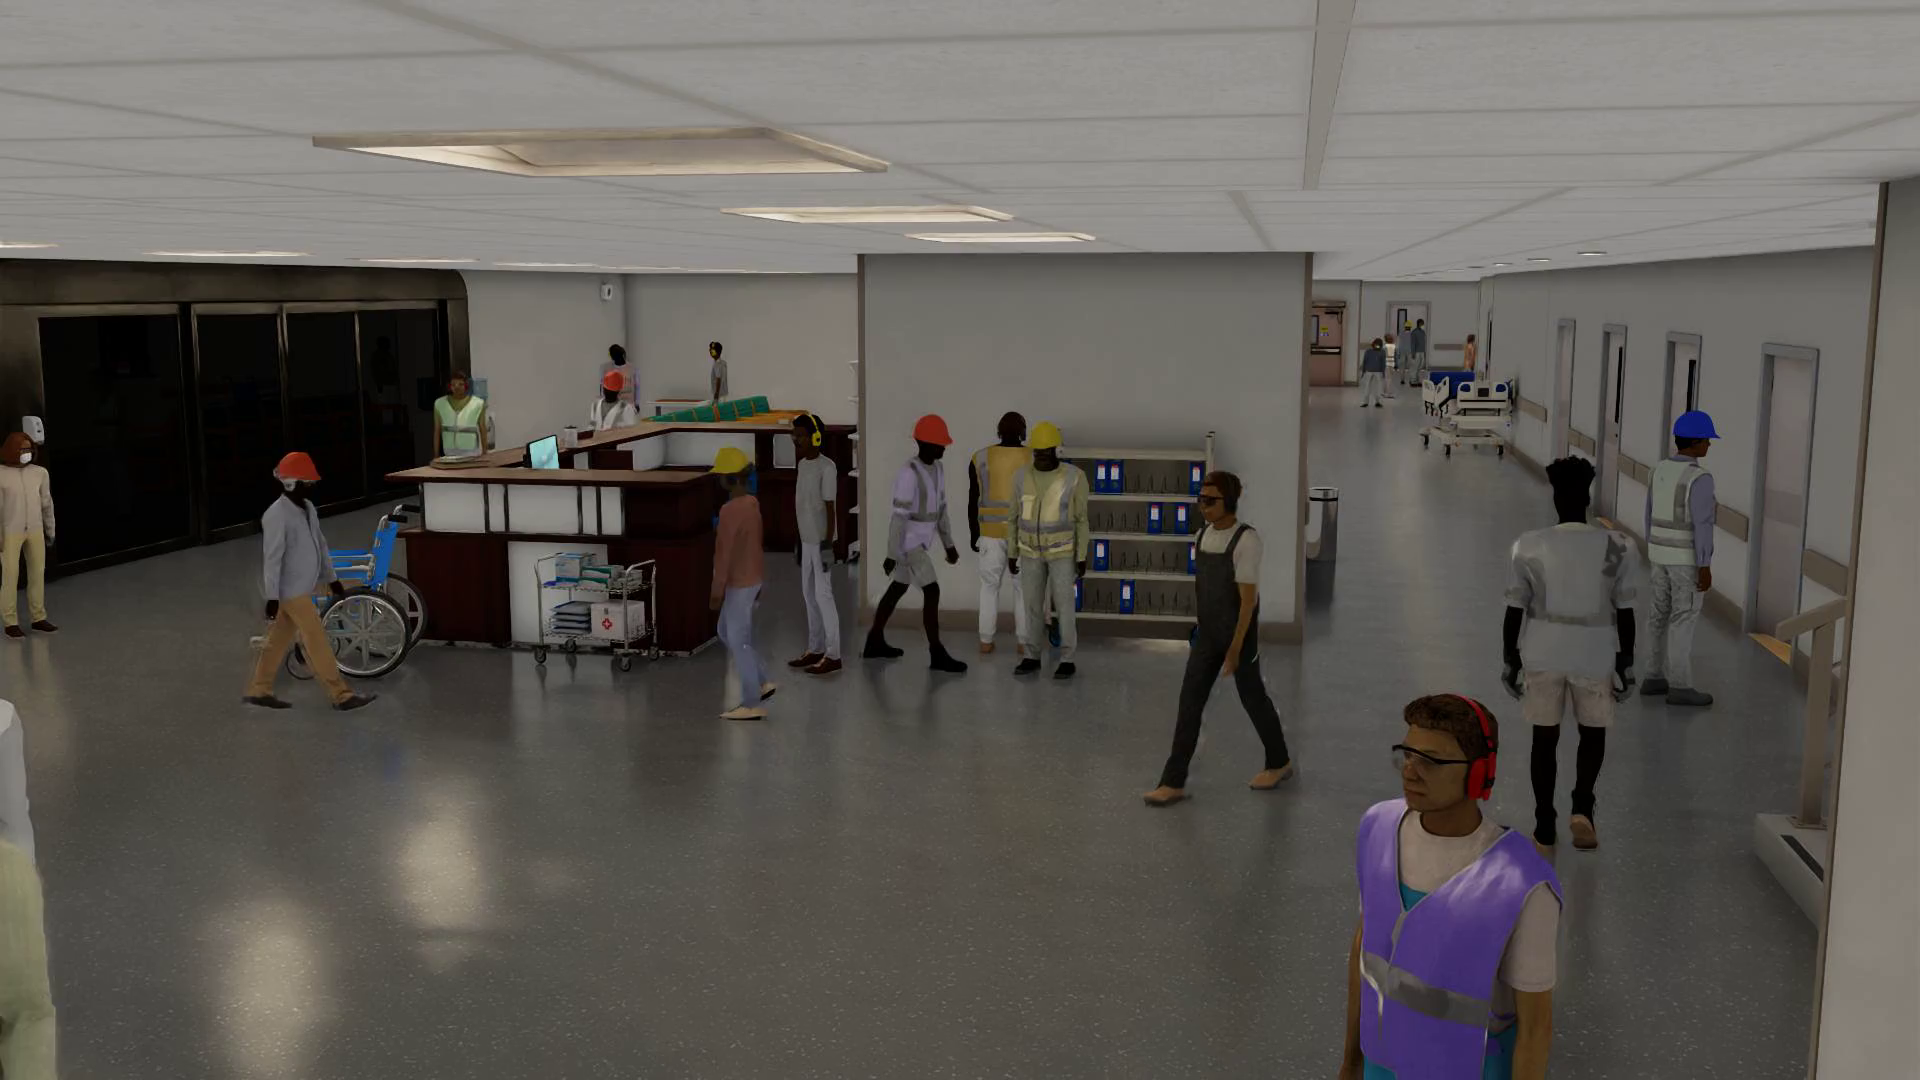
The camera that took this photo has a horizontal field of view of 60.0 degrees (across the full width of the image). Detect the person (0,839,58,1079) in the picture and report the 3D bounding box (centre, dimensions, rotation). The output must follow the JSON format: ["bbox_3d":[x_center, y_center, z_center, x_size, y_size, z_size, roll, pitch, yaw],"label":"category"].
[{"bbox_3d":[-2.205,1.240,3.470,0.635,1.982,0.425,1,9,8],"label":"person"}]

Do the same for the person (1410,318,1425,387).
[{"bbox_3d":[12.869,-5.252,46.715,0.381,1.929,0.634,8,12,43],"label":"person"}]

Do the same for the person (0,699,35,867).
[{"bbox_3d":[-3.033,1.078,4.888,0.568,1.878,0.351,-4,10,-26],"label":"person"}]

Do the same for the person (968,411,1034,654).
[{"bbox_3d":[0.373,-0.049,12.516,0.629,1.837,0.429,1,9,7],"label":"person"}]

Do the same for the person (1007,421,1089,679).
[{"bbox_3d":[0.612,0.071,11.747,0.599,1.822,0.403,4,9,23],"label":"person"}]

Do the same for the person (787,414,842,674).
[{"bbox_3d":[-1.042,0.027,11.909,0.322,1.861,0.514,-5,10,-30],"label":"person"}]

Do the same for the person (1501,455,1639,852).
[{"bbox_3d":[2.922,0.568,7.999,0.628,1.950,0.478,3,9,18],"label":"person"}]

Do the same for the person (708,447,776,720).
[{"bbox_3d":[-1.420,0.283,10.577,0.385,1.754,0.531,1,9,8],"label":"person"}]

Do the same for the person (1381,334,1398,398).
[{"bbox_3d":[10.803,-4.418,42.239,0.532,1.598,0.833,-4,9,-22],"label":"person"}]

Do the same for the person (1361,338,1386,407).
[{"bbox_3d":[9.624,-3.877,38.641,0.576,1.616,0.330,3,9,16],"label":"person"}]

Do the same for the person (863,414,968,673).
[{"bbox_3d":[-0.360,0.013,12.062,0.916,1.867,0.576,3,9,18],"label":"person"}]

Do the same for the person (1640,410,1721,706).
[{"bbox_3d":[4.783,0.114,11.026,0.396,1.946,0.617,-2,9,-11],"label":"person"}]

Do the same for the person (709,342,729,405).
[{"bbox_3d":[-4.064,-2.398,27.980,0.323,1.865,0.518,1,9,7],"label":"person"}]

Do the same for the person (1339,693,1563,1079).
[{"bbox_3d":[1.105,1.250,3.826,0.390,1.850,0.565,-5,10,-31],"label":"person"}]

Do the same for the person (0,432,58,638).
[{"bbox_3d":[-7.419,-0.046,13.177,0.286,1.627,0.504,5,10,31],"label":"person"}]

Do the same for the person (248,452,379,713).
[{"bbox_3d":[-4.231,0.279,10.720,0.894,1.700,0.580,0,9,-2],"label":"person"}]

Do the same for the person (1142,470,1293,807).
[{"bbox_3d":[1.443,0.513,8.914,0.981,1.800,0.524,-6,11,-36],"label":"person"}]

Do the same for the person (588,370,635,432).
[{"bbox_3d":[-3.780,-0.946,18.324,0.553,1.876,0.973,6,10,34],"label":"person"}]

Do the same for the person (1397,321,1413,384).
[{"bbox_3d":[12.939,-5.403,48.060,0.593,1.830,0.403,5,10,32],"label":"person"}]

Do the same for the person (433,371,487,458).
[{"bbox_3d":[-5.642,-0.991,18.780,0.570,1.825,0.458,-1,9,-5],"label":"person"}]

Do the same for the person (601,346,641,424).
[{"bbox_3d":[-5.417,-2.174,26.568,0.626,1.843,0.430,0,9,-1],"label":"person"}]
